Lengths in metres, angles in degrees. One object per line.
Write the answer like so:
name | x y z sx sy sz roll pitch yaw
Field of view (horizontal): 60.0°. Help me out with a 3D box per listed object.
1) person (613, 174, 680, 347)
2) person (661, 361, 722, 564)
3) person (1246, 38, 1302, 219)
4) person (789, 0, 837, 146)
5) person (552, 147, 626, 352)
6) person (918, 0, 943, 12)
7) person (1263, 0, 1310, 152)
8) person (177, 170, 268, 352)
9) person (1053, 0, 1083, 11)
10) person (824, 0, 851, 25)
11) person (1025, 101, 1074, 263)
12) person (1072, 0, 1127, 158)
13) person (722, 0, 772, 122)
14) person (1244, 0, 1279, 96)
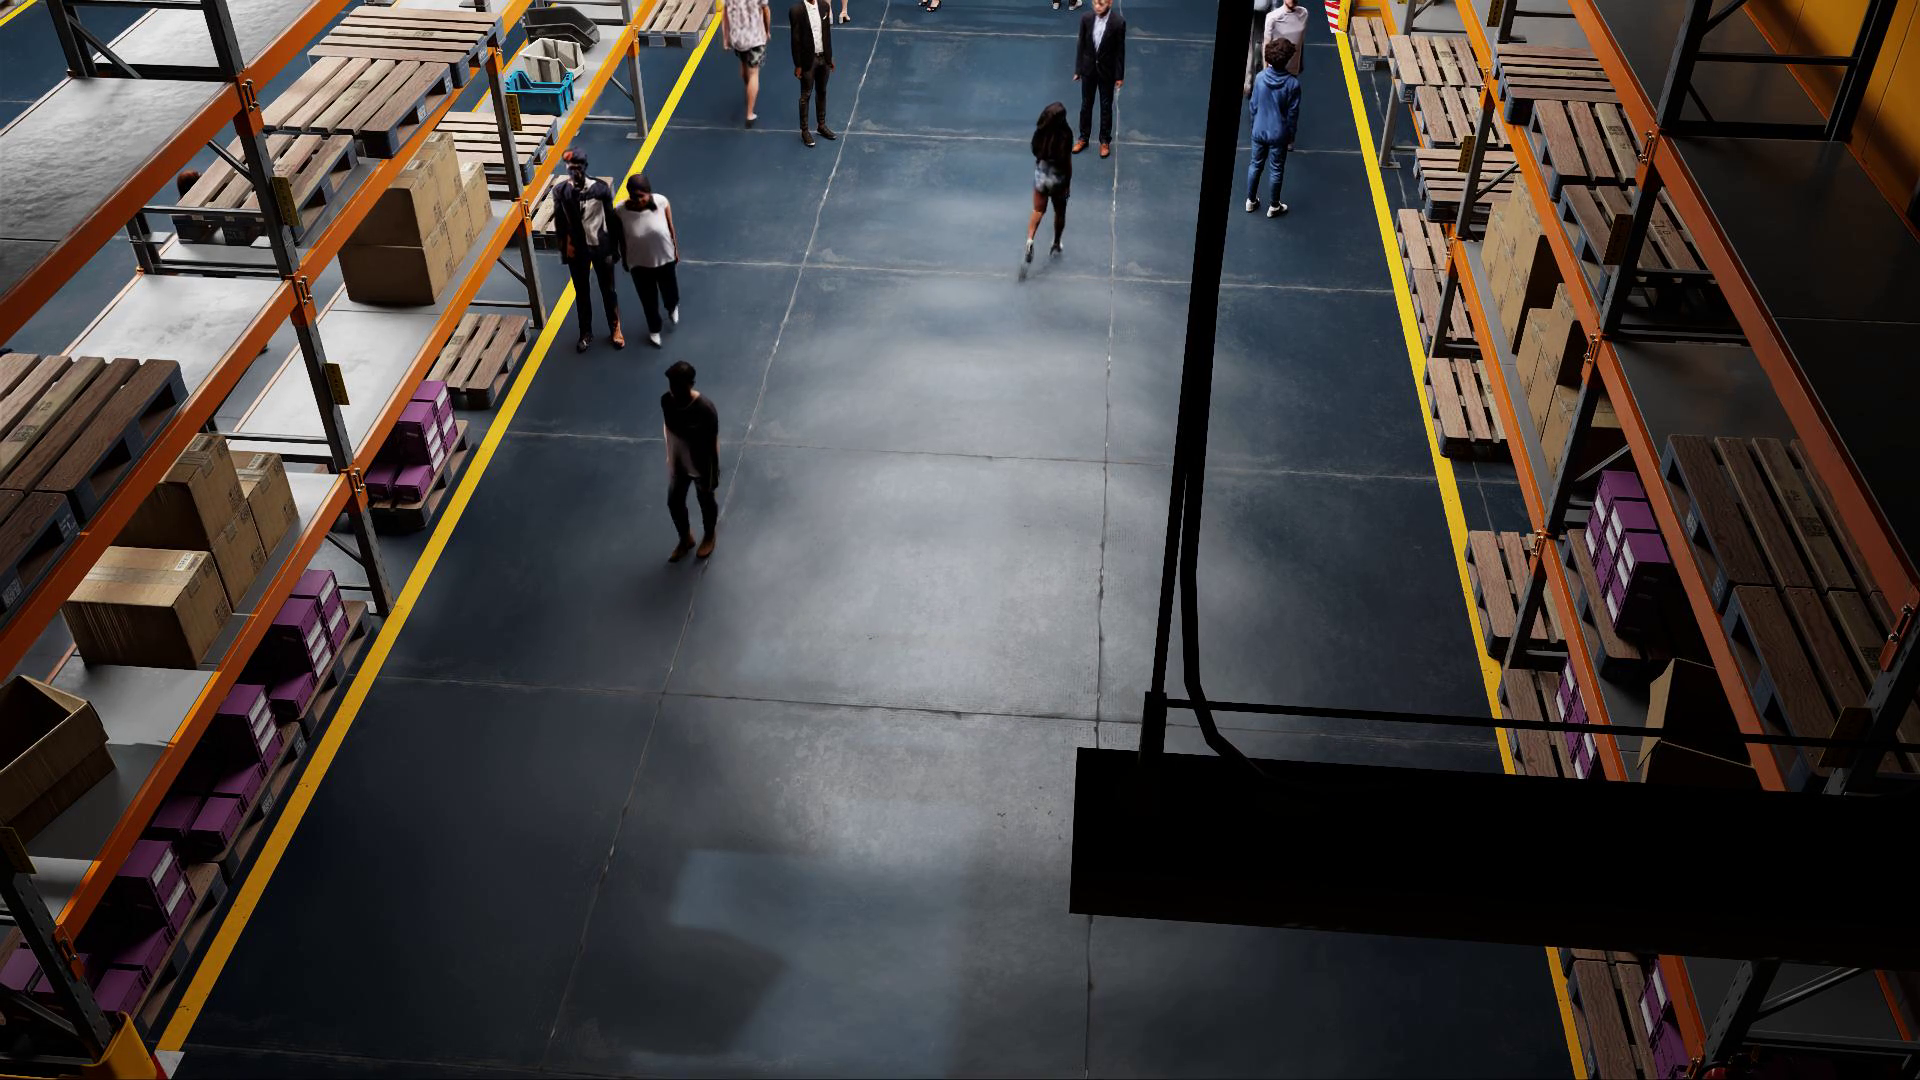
person | -2.713 -2.518 14.644 0.795 1.666 0.861 -9 39 -11
person | -1.941 -0.634 12.256 0.743 1.702 0.767 15 41 18
person | 3.097 -4.088 16.494 0.760 1.811 0.754 23 44 26
person | -1.585 -5.154 17.837 0.733 1.800 0.787 -26 46 -29
person | -3.228 -2.543 14.493 0.720 1.892 0.654 -4 39 -5
person | -0.380 -7.534 20.838 0.852 1.773 0.769 -16 41 -19
person | 3.415 -5.015 17.638 0.758 1.832 0.748 -15 41 -18
person | -6.467 -2.398 14.431 0.672 1.742 0.702 26 46 29
person | 1.345 -7.567 20.890 0.661 1.760 0.591 10 40 13
person | -1.556 -7.261 20.495 0.628 1.775 0.608 3 39 4
person | 0.812 -3.330 15.707 0.772 1.607 0.979 18 42 22
person | 1.479 -4.975 17.617 0.746 1.794 0.688 14 41 17
person | -2.333 -5.480 18.274 0.673 1.764 1.167 3 39 4
person | 3.334 -5.968 18.830 0.655 1.832 1.161 3 39 4
